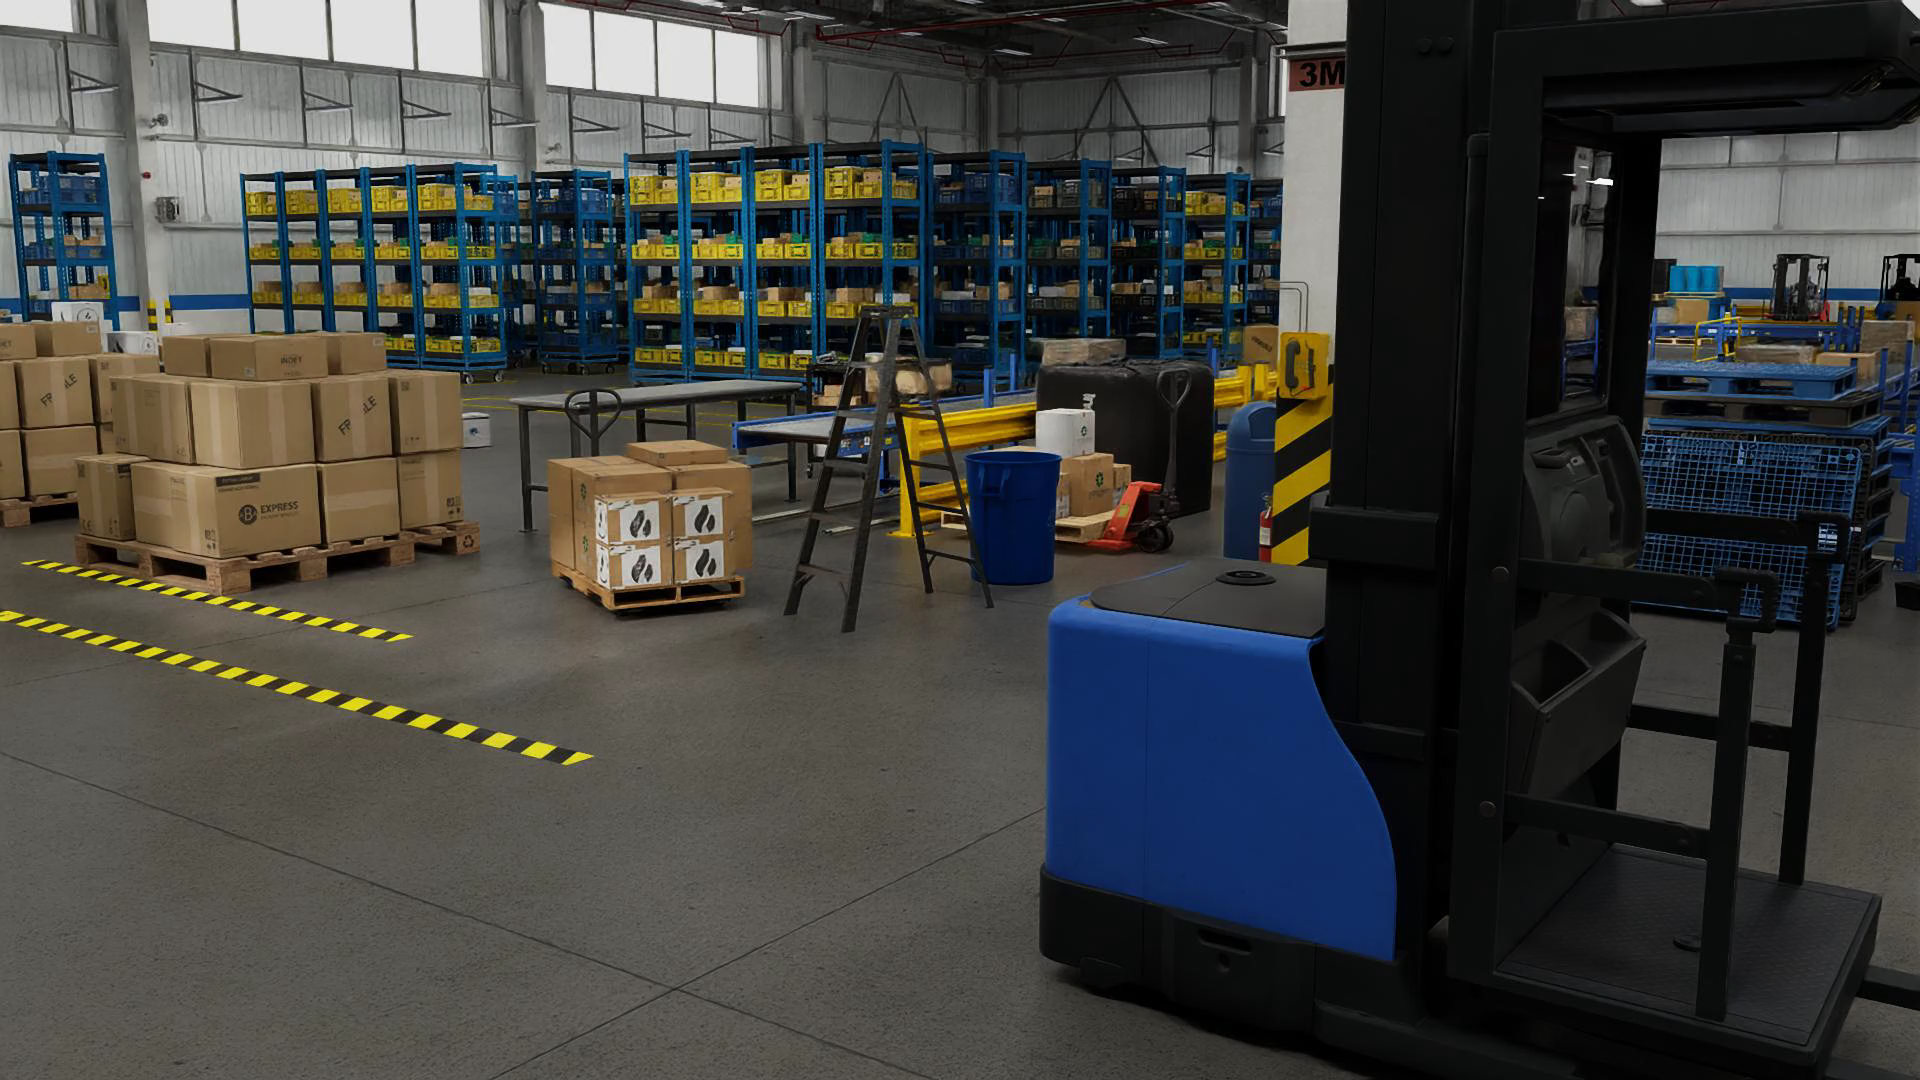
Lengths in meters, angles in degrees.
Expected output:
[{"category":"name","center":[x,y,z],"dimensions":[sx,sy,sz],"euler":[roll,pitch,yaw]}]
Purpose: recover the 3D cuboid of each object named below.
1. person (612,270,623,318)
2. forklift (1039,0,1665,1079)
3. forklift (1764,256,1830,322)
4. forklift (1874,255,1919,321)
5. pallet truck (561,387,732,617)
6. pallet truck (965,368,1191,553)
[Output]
[{"category":"person","center":[-7.639,-5.193,37.582],"dimensions":[0.727,1.824,0.574],"euler":[5,11,29]},{"category":"forklift","center":[1.249,-0.137,4.360],"dimensions":[1.873,2.768,1.129],"euler":[7,12,35]},{"category":"forklift","center":[20.253,-5.854,40.139],"dimensions":[1.157,1.987,2.680],"euler":[7,12,35]},{"category":"forklift","center":[22.089,-5.634,38.796],"dimensions":[1.157,1.987,2.680],"euler":[6,11,33]},{"category":"pallet truck","center":[-1.981,-0.274,10.088],"dimensions":[0.680,1.201,1.601],"euler":[-5,11,-28]},{"category":"pallet truck","center":[0.845,-0.609,11.869],"dimensions":[1.630,1.274,0.653],"euler":[7,12,35]}]
